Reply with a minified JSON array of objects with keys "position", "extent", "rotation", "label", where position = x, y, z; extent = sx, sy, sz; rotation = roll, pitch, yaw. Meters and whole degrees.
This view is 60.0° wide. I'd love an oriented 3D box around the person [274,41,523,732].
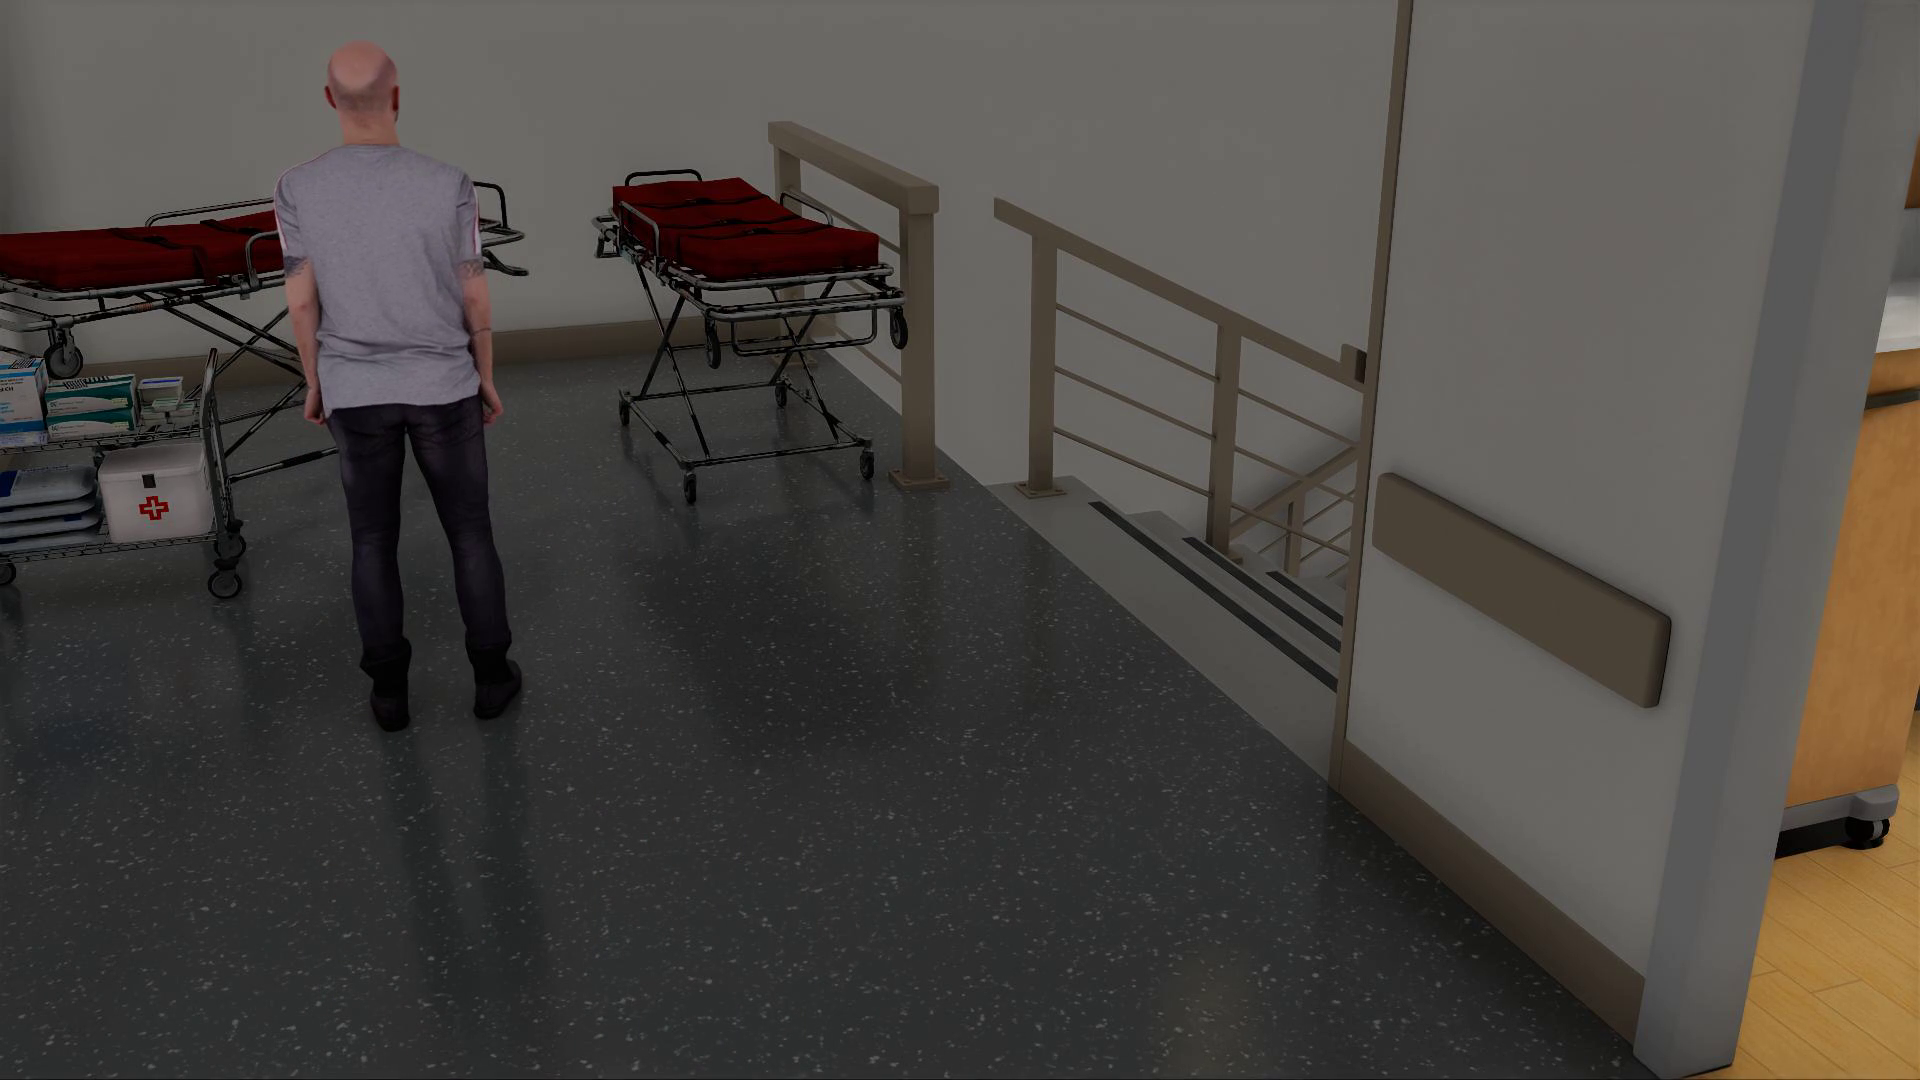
[{"position":[-1.497,-0.383,4.445],"extent":[0.689,1.830,0.602],"rotation":[-5,21,-12],"label":"person"}]
